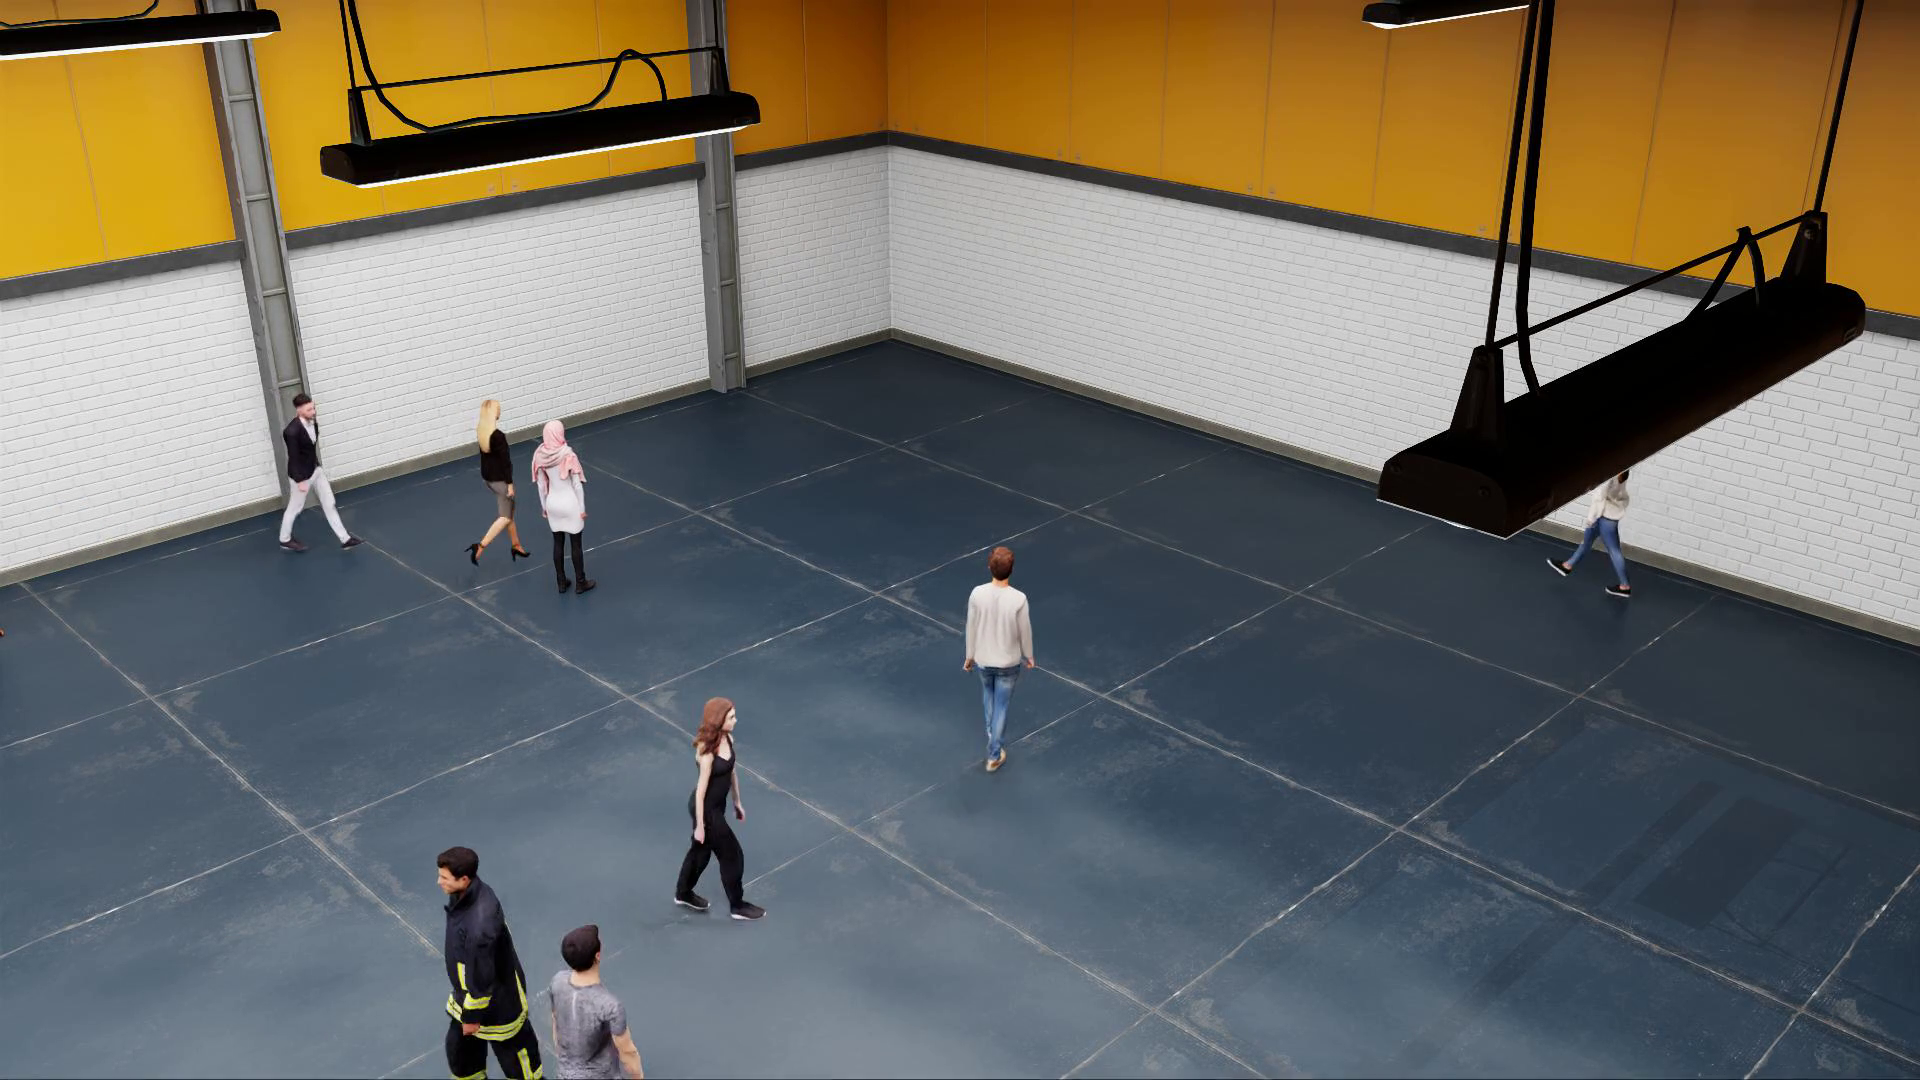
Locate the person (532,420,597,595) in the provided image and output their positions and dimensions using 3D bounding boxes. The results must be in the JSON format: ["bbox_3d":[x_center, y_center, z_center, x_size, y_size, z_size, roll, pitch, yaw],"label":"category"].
[{"bbox_3d":[-3.922,-0.326,16.441,0.726,1.803,0.745,6,24,14],"label":"person"}]

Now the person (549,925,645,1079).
[{"bbox_3d":[-2.043,2.930,8.925,0.757,1.856,0.761,16,28,33],"label":"person"}]

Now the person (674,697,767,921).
[{"bbox_3d":[-1.811,1.872,11.548,0.947,1.695,0.972,7,25,16],"label":"person"}]

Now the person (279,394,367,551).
[{"bbox_3d":[-6.888,-0.674,17.284,1.170,1.765,1.250,4,24,10],"label":"person"}]

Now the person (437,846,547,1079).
[{"bbox_3d":[-2.654,2.574,9.684,0.968,1.901,0.897,-14,27,-30],"label":"person"}]

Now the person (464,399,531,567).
[{"bbox_3d":[-4.748,-0.511,16.849,0.676,1.816,1.046,18,30,36],"label":"person"}]

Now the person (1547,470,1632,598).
[{"bbox_3d":[6.441,-0.194,16.347,0.733,1.637,1.062,20,30,38],"label":"person"}]

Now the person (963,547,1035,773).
[{"bbox_3d":[0.280,1.001,13.307,0.927,1.882,1.040,7,25,16],"label":"person"}]
